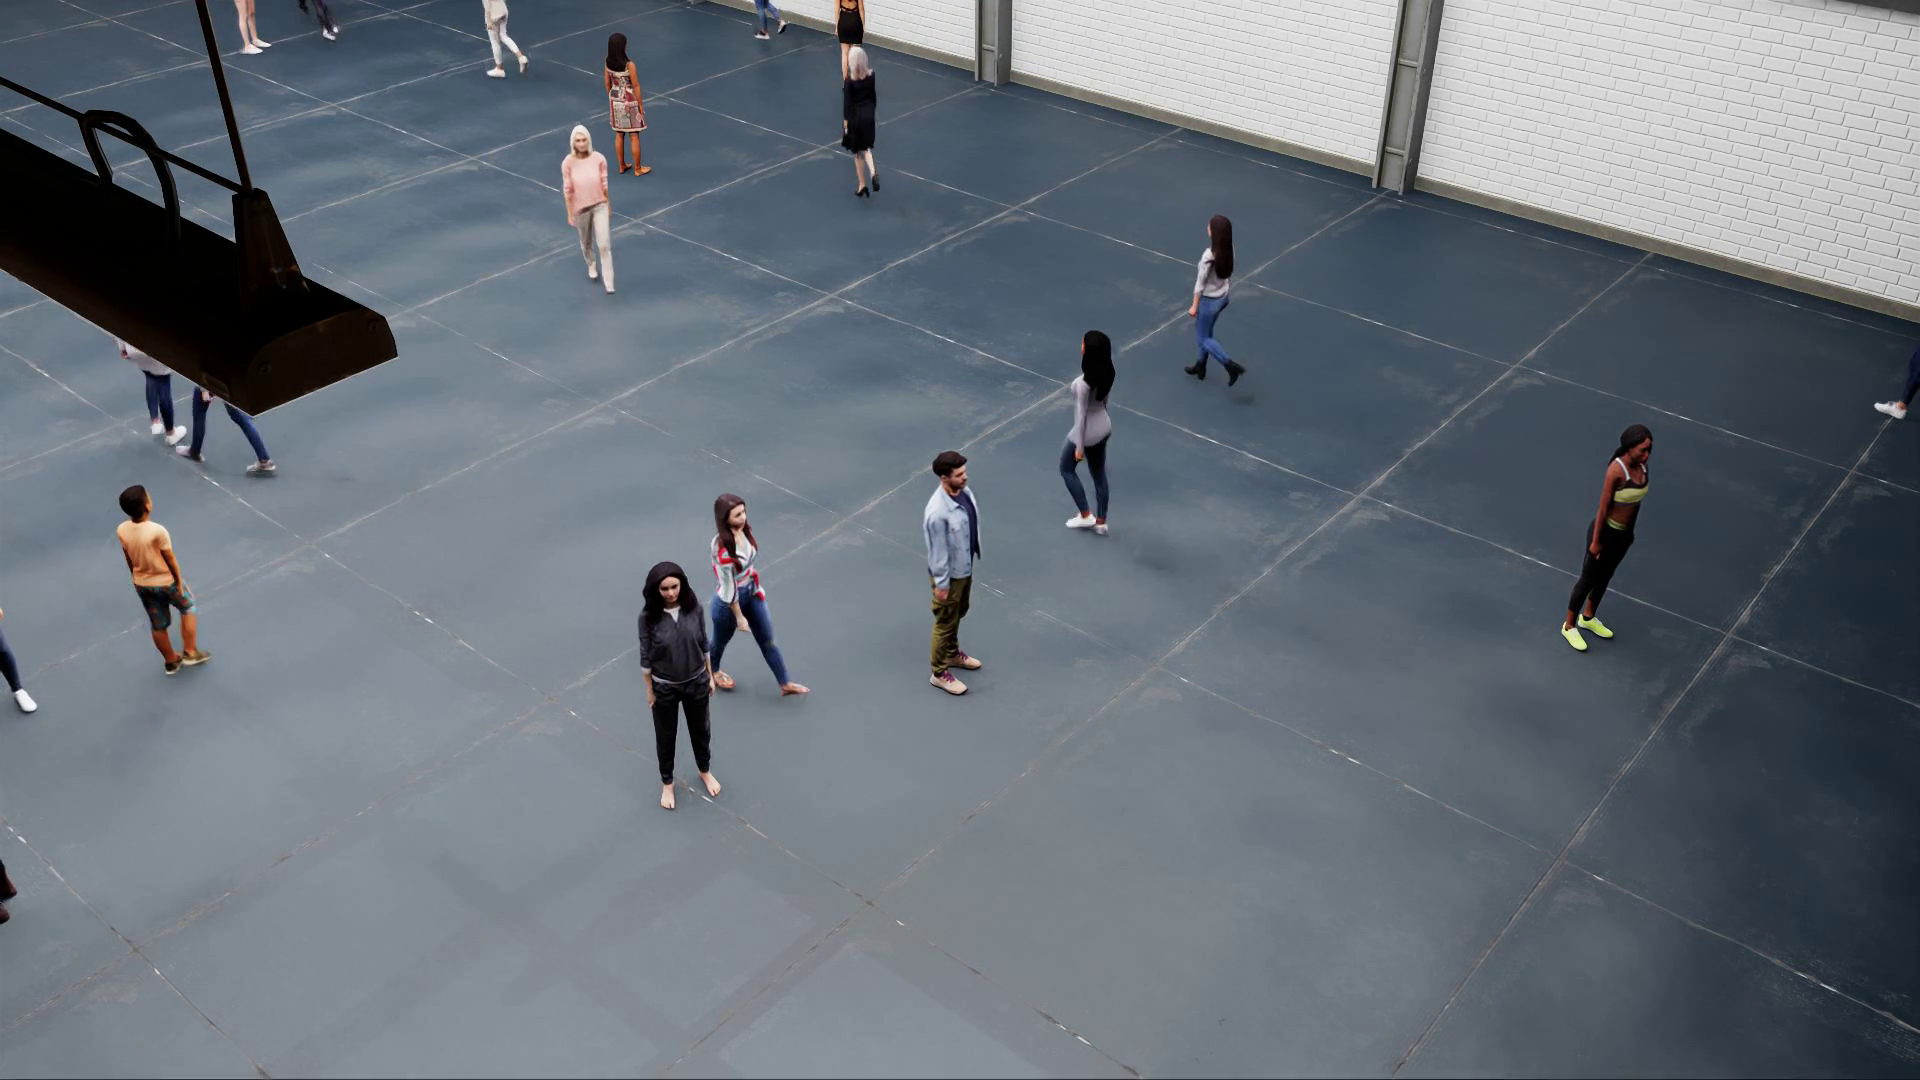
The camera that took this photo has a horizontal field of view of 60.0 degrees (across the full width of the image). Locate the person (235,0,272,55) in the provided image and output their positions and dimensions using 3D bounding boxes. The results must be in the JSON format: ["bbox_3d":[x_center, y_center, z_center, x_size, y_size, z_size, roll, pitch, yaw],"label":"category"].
[{"bbox_3d":[-10.030,-7.699,23.171,0.697,1.751,0.665,4,34,5],"label":"person"}]

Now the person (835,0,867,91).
[{"bbox_3d":[-1.433,-6.690,21.745,0.594,1.650,0.677,1,34,1],"label":"person"}]

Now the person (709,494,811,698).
[{"bbox_3d":[-1.575,0.393,11.162,1.068,1.569,0.699,19,38,26],"label":"person"}]

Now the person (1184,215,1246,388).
[{"bbox_3d":[2.309,-2.096,14.866,0.881,1.614,0.605,25,41,32],"label":"person"}]

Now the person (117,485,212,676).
[{"bbox_3d":[-5.522,0.325,11.371,0.636,1.450,0.703,-1,34,-1],"label":"person"}]

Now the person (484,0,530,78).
[{"bbox_3d":[-6.105,-6.993,22.161,0.949,1.695,0.765,12,36,18],"label":"person"}]

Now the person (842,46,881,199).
[{"bbox_3d":[-1.057,-4.619,18.549,0.672,1.740,0.798,-25,41,-32],"label":"person"}]

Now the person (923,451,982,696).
[{"bbox_3d":[-0.064,0.193,11.244,0.686,1.812,0.742,12,35,17],"label":"person"}]

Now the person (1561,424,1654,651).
[{"bbox_3d":[4.553,-0.045,11.655,0.625,1.754,0.599,-19,38,-27],"label":"person"}]

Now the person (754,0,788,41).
[{"bbox_3d":[-2.741,-7.885,23.586,0.814,1.602,0.681,18,38,25],"label":"person"}]

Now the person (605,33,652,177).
[{"bbox_3d":[-3.895,-5.062,19.301,0.566,1.645,0.764,14,36,20],"label":"person"}]

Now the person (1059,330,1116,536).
[{"bbox_3d":[1.086,-0.771,12.776,0.606,1.721,0.626,23,40,31],"label":"person"}]

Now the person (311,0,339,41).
[{"bbox_3d":[-9.168,-7.973,23.552,0.681,1.786,0.642,-24,41,-32],"label":"person"}]

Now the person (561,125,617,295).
[{"bbox_3d":[-3.731,-3.342,16.687,1.002,1.673,1.201,-10,35,-15],"label":"person"}]

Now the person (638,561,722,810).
[{"bbox_3d":[-1.740,0.866,10.273,0.665,1.765,0.655,-14,36,-20],"label":"person"}]
